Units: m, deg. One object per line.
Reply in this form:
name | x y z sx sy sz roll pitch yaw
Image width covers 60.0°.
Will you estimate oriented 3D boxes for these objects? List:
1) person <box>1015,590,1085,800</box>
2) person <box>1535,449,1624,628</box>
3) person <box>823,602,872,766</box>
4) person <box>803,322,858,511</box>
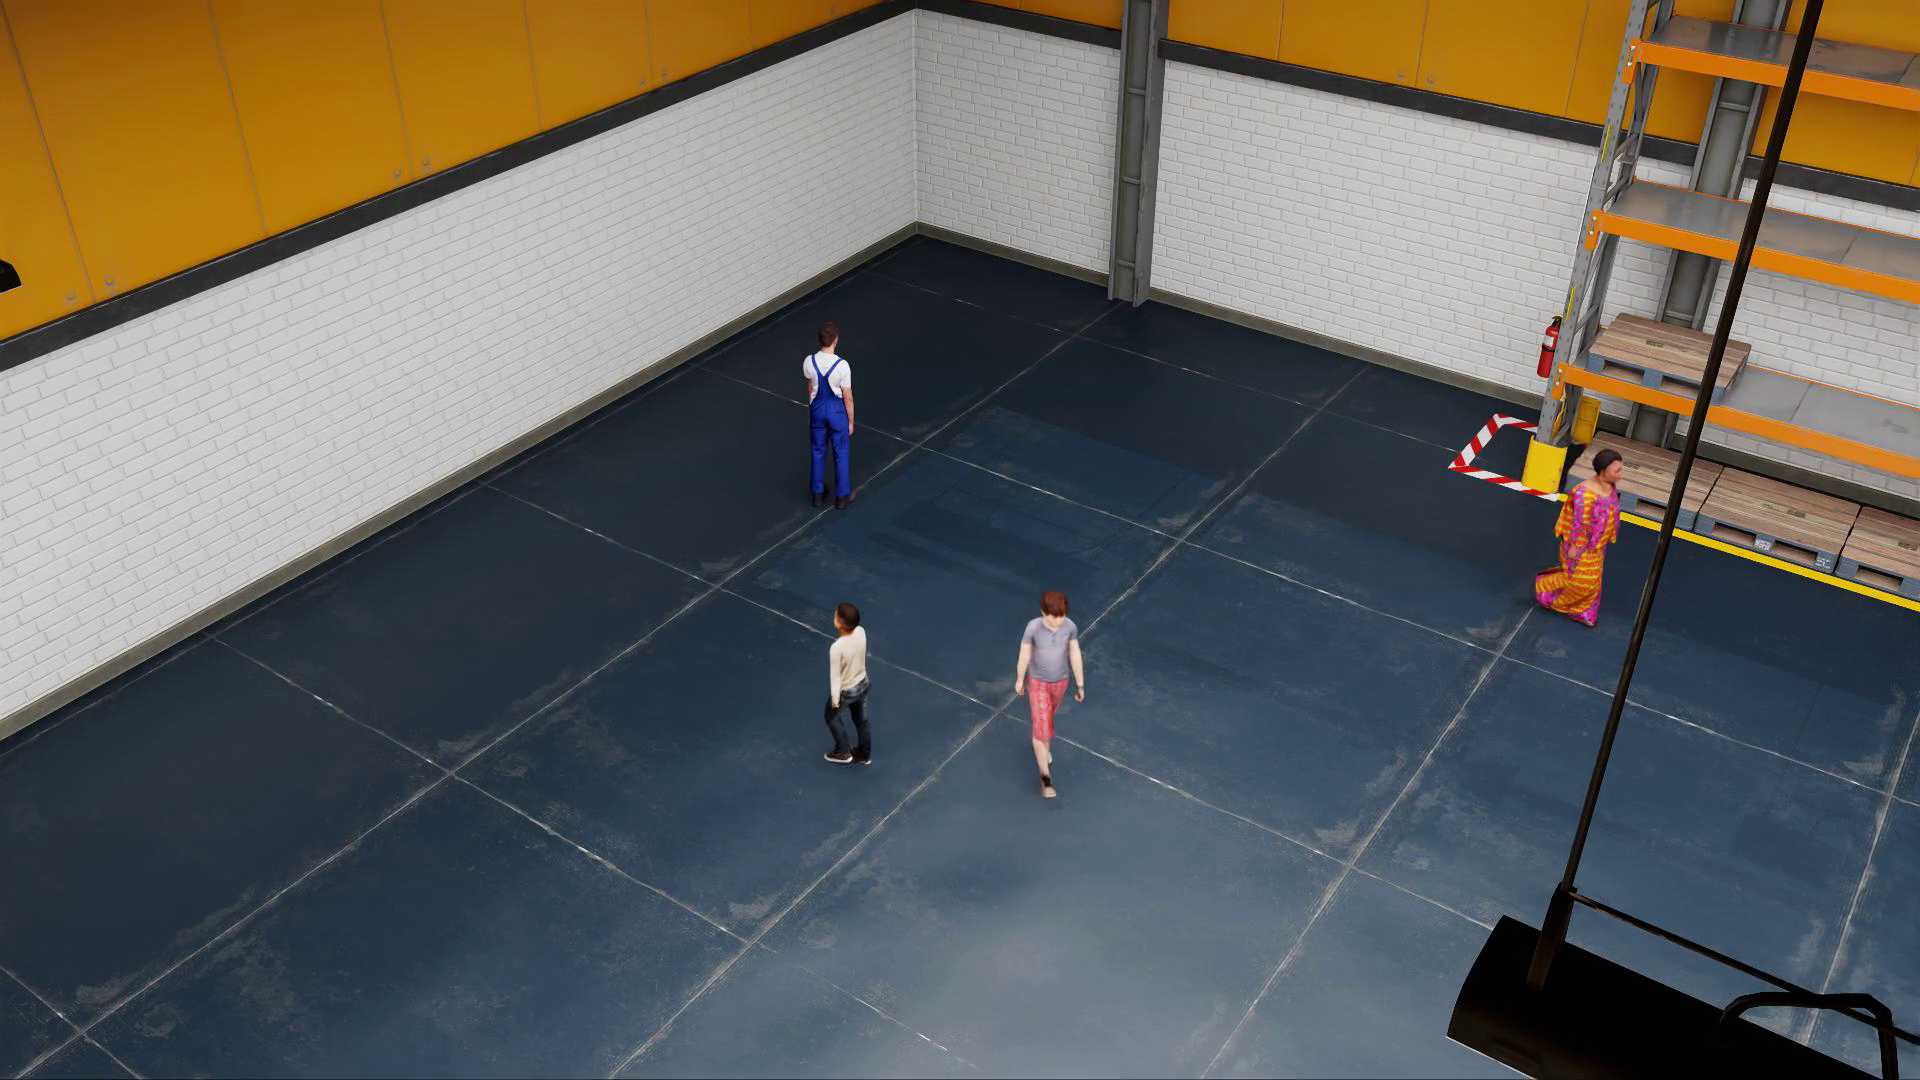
person | 0.626 0.998 12.310 0.994 1.623 1.087 -8 34 -12
person | 5.176 -0.039 13.835 0.781 1.663 0.917 -24 41 -32
person | -0.763 1.114 12.291 0.548 1.452 0.570 23 40 30
person | -1.213 -1.140 15.325 0.615 1.847 0.745 8 35 12
